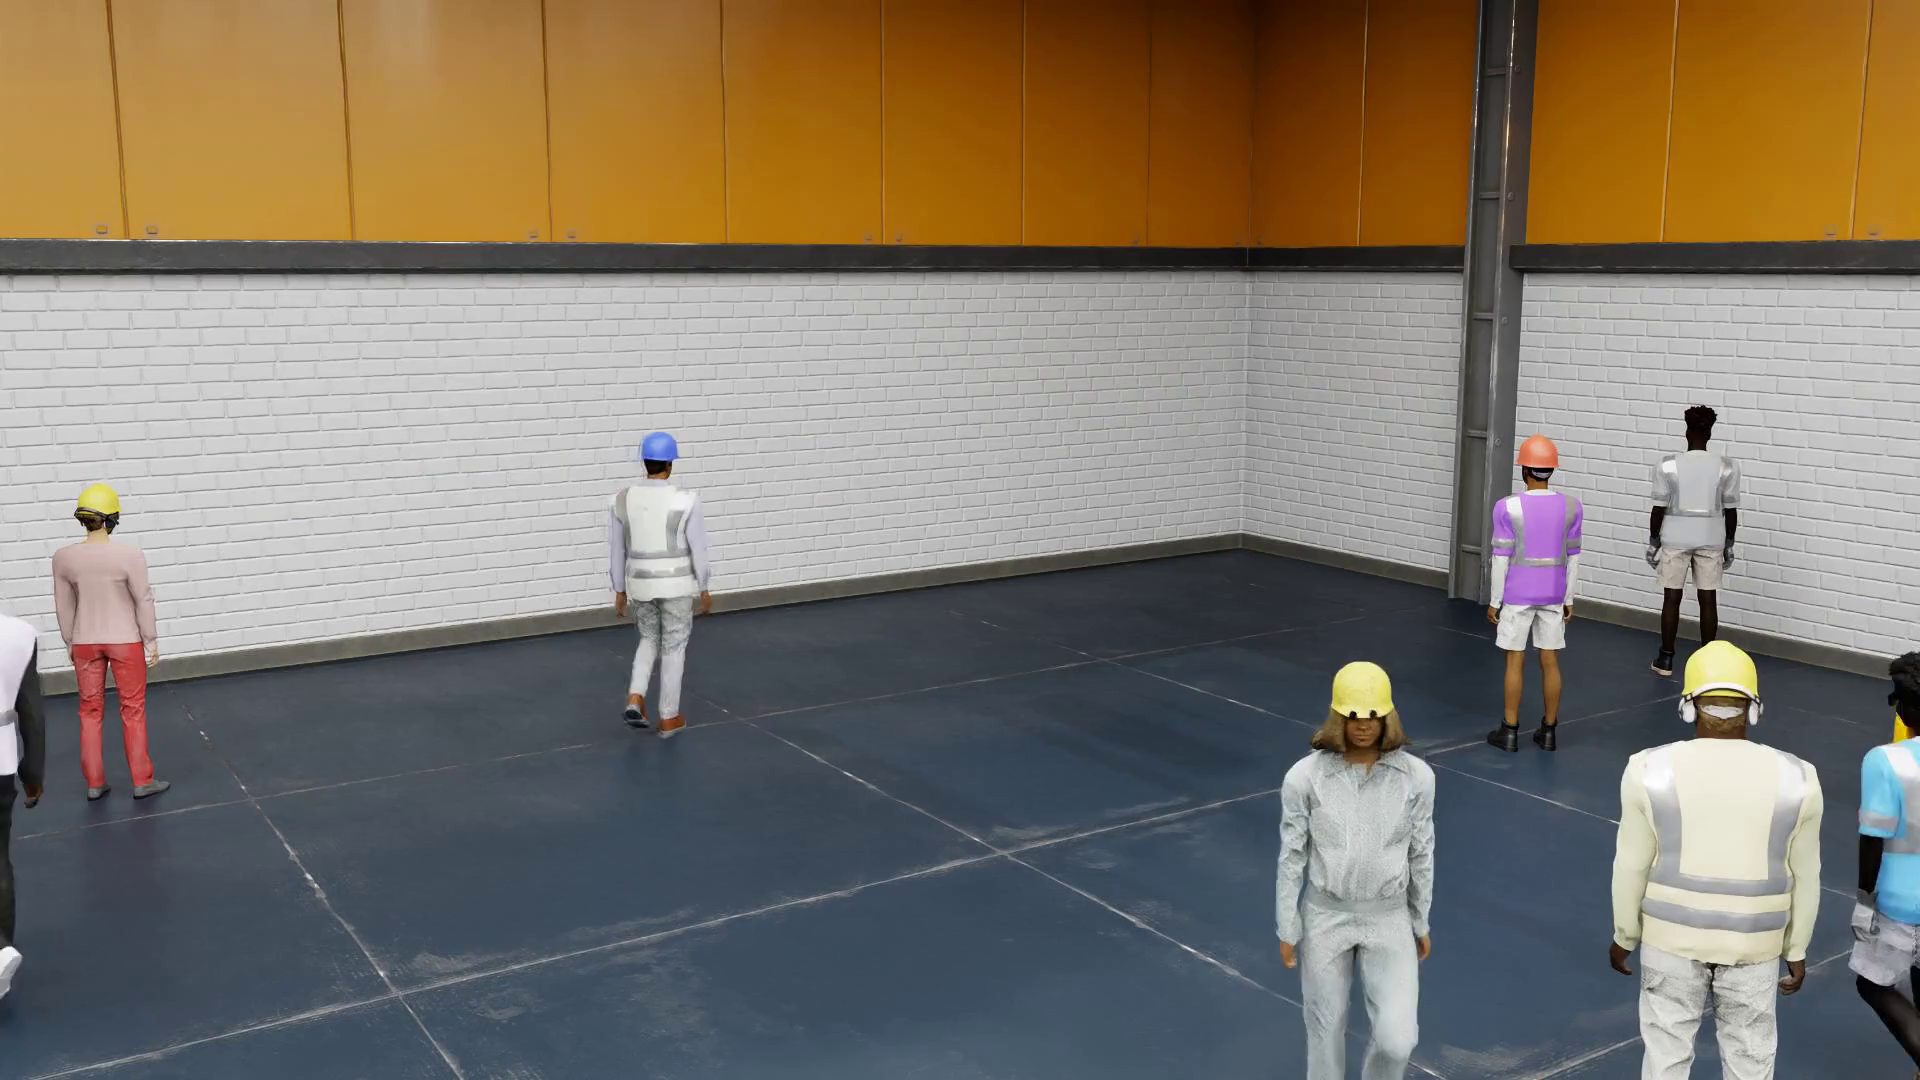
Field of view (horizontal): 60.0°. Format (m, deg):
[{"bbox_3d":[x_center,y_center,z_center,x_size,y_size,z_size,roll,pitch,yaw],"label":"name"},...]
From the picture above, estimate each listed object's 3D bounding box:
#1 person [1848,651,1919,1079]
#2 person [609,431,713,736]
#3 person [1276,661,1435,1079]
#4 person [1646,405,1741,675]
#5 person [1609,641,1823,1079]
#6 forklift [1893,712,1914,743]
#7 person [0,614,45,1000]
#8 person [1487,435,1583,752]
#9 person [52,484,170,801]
[{"bbox_3d":[3.261,1.217,5.557,0.559,1.675,0.495,-2,10,-13],"label":"person"},{"bbox_3d":[-1.861,0.284,10.411,0.617,1.929,0.455,3,10,16],"label":"person"},{"bbox_3d":[1.259,1.231,5.312,0.508,1.730,0.464,1,9,5],"label":"person"},{"bbox_3d":[5.261,0.012,11.962,0.602,1.966,0.368,3,10,15],"label":"person"},{"bbox_3d":[2.318,1.214,5.149,0.586,1.823,0.403,3,10,15],"label":"person"},{"bbox_3d":[5.511,0.571,7.906,2.313,2.155,1.214,-6,11,-33],"label":"forklift"},{"bbox_3d":[-3.924,0.938,6.580,0.571,1.901,0.621,7,12,35],"label":"person"},{"bbox_3d":[3.475,0.330,10.118,0.545,1.942,0.354,-1,9,-3],"label":"person"},{"bbox_3d":[-4.702,0.570,9.199,0.525,1.769,0.310,0,9,-3],"label":"person"}]
